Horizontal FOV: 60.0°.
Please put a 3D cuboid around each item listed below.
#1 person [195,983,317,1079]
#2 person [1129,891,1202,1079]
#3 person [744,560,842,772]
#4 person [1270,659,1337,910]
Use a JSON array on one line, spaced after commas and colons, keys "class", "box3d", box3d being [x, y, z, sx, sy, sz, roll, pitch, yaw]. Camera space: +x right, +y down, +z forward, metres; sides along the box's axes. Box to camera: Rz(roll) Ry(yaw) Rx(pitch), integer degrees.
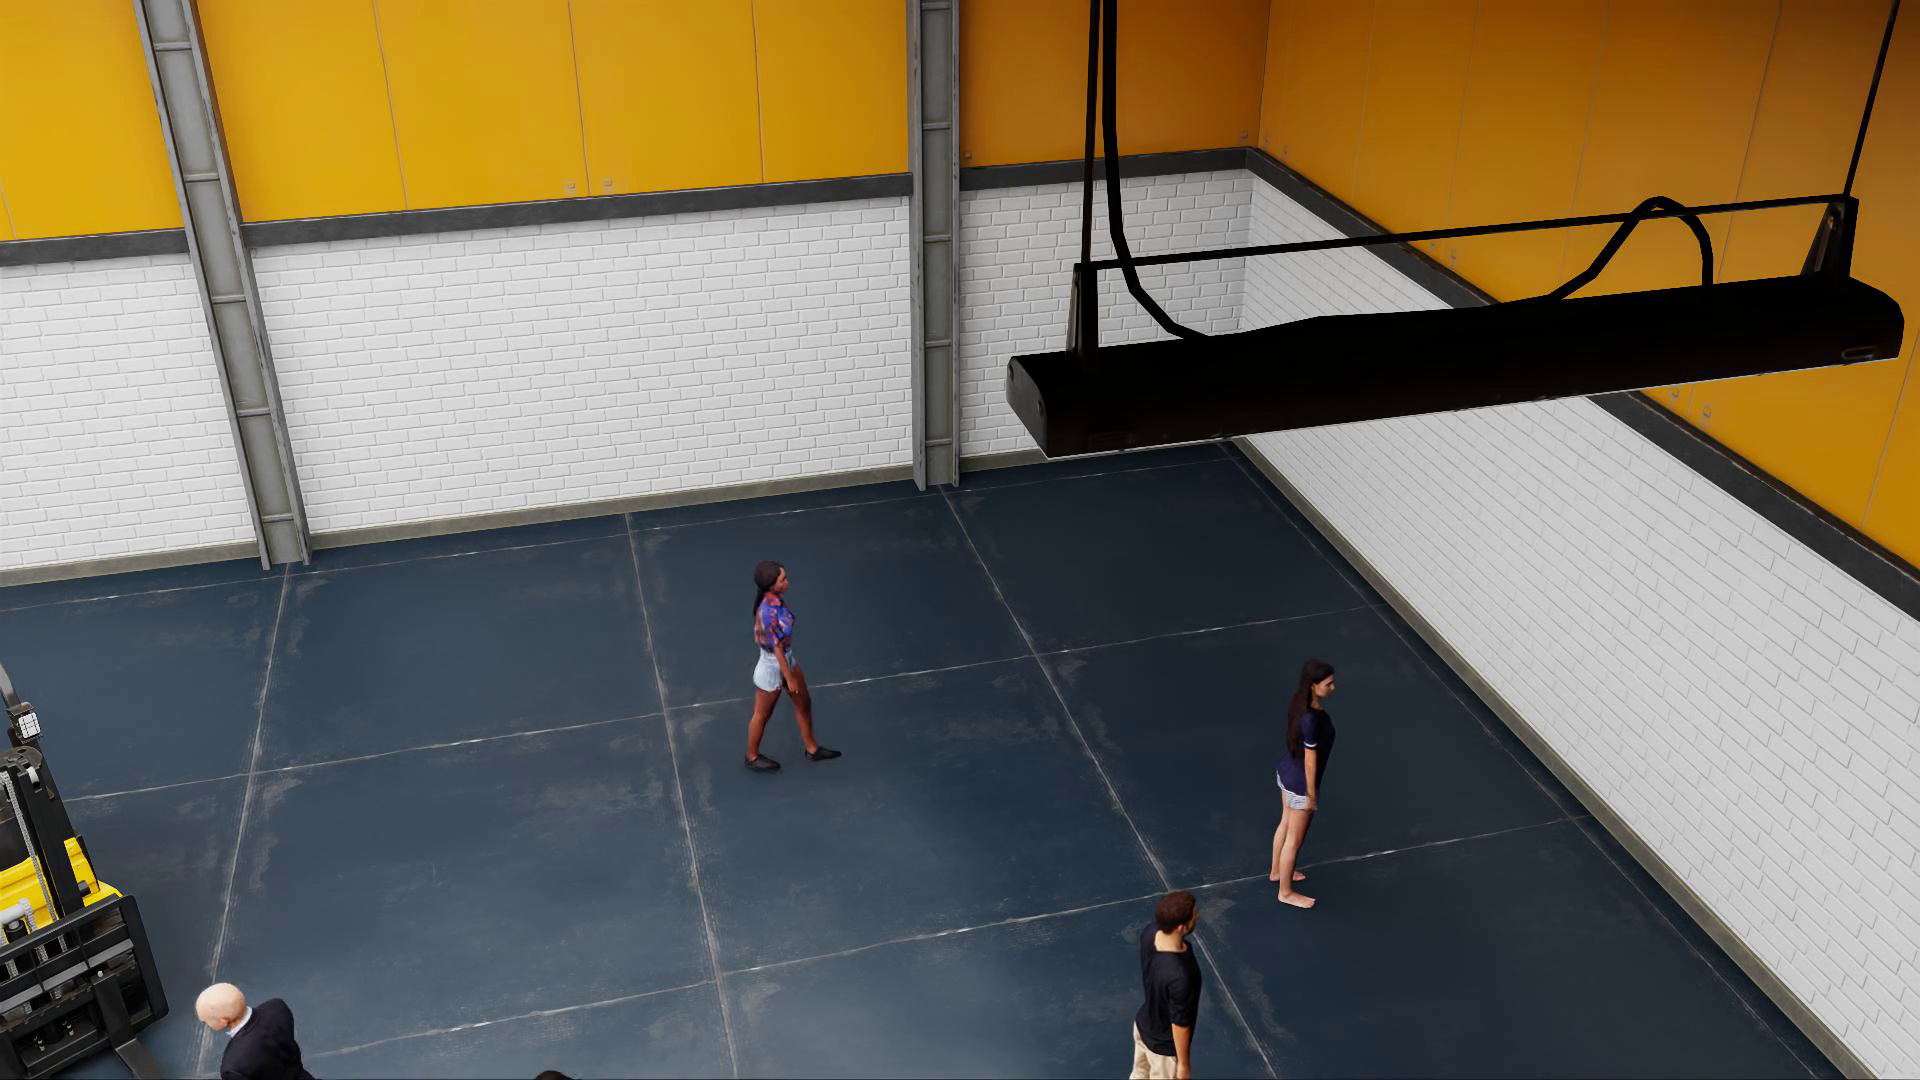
[{"class": "person", "box3d": [-3.261, 2.847, 8.186, 1.277, 1.751, 1.055, 7, 29, 13]}, {"class": "person", "box3d": [1.041, 2.558, 8.611, 0.534, 1.853, 0.630, -8, 30, -15]}, {"class": "person", "box3d": [-1.397, 0.923, 11.754, 1.011, 1.714, 0.799, 4, 29, 7]}, {"class": "person", "box3d": [2.158, 1.528, 10.589, 0.618, 1.766, 0.638, 0, 29, 1]}]
